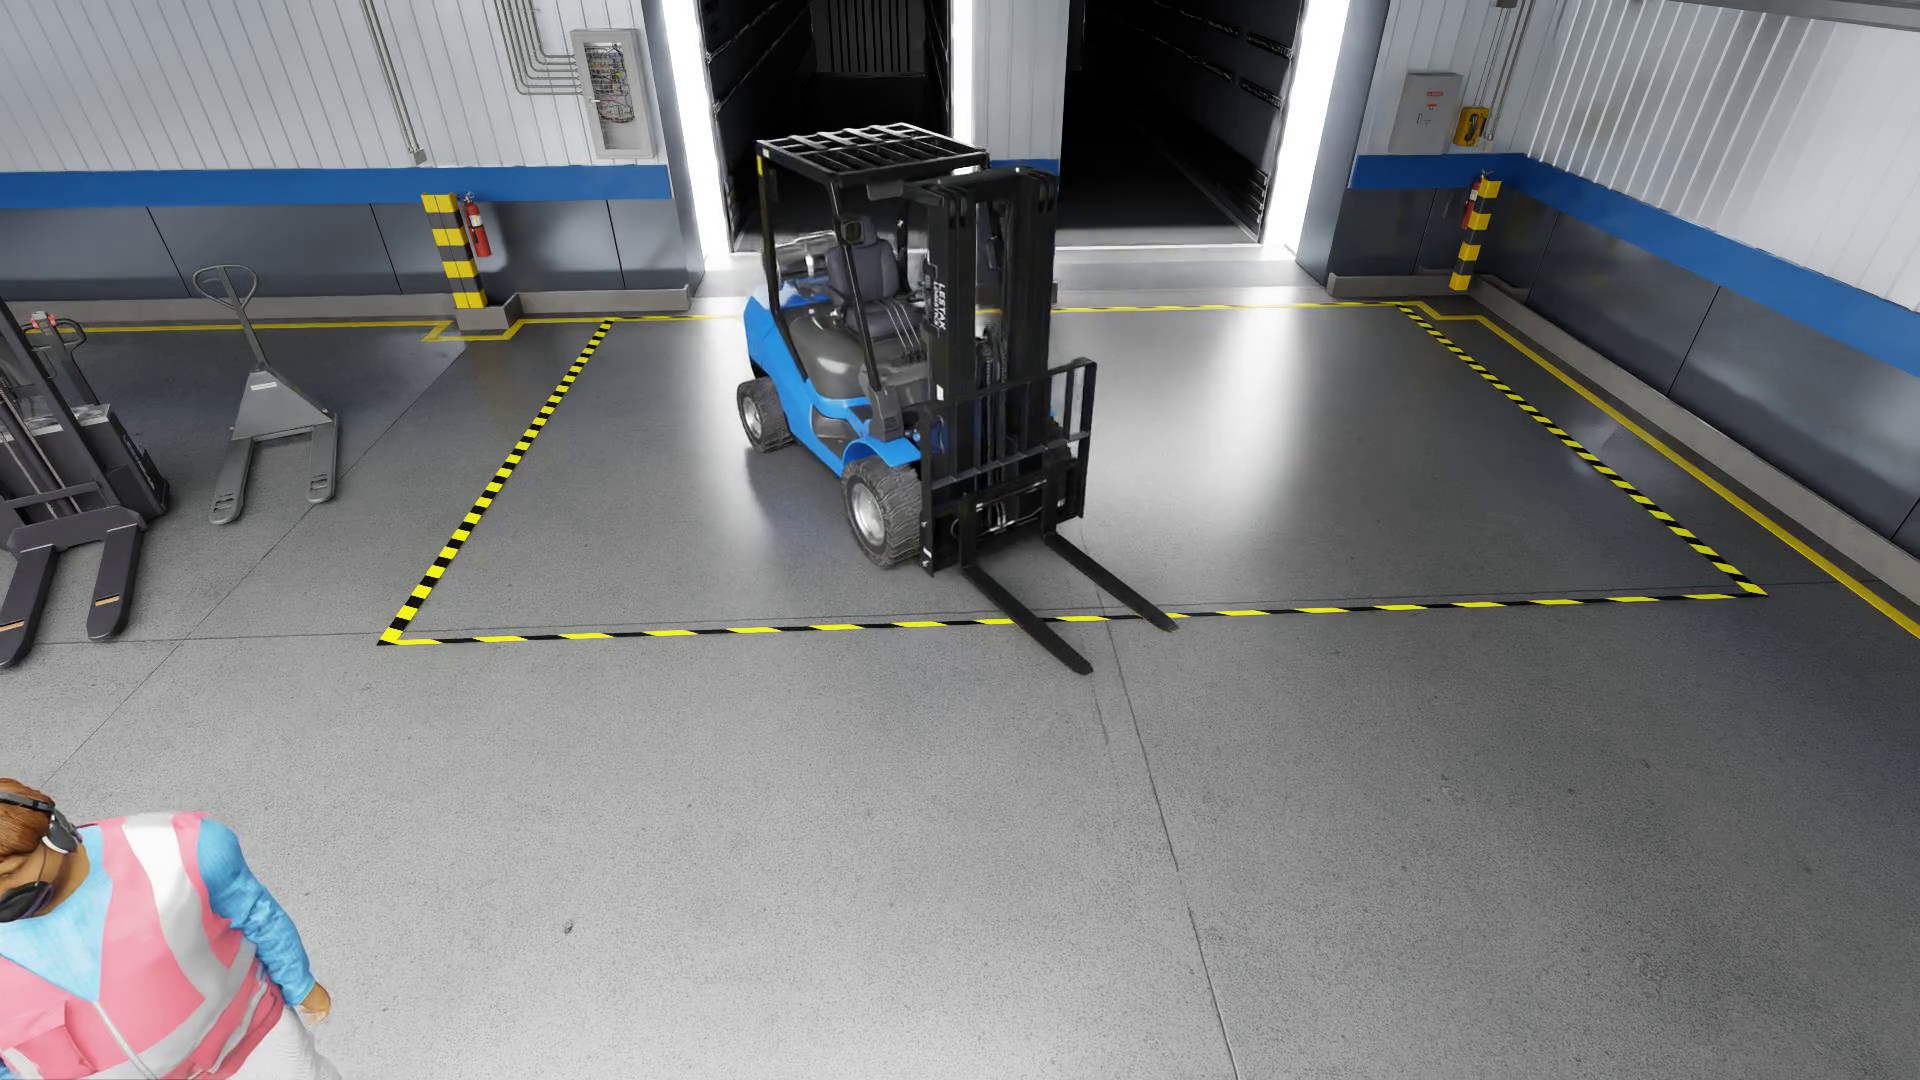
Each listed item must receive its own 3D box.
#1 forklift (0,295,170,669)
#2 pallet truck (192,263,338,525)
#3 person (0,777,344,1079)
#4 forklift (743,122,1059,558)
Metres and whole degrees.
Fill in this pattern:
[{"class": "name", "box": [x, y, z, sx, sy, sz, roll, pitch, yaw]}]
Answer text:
[{"class": "forklift", "box": [-5.212, -0.618, 4.878, 0.823, 1.965, 1.885, -20, 39, -26]}, {"class": "pallet truck", "box": [-4.778, -1.027, 6.128, 0.680, 1.201, 1.601, -17, 38, -23]}, {"class": "person", "box": [-1.955, 1.269, 2.301, 0.621, 1.845, 0.430, -26, 43, -32]}, {"class": "forklift", "box": [-0.446, -1.408, 5.702, 1.157, 2.036, 2.680, -21, 40, -27]}]
